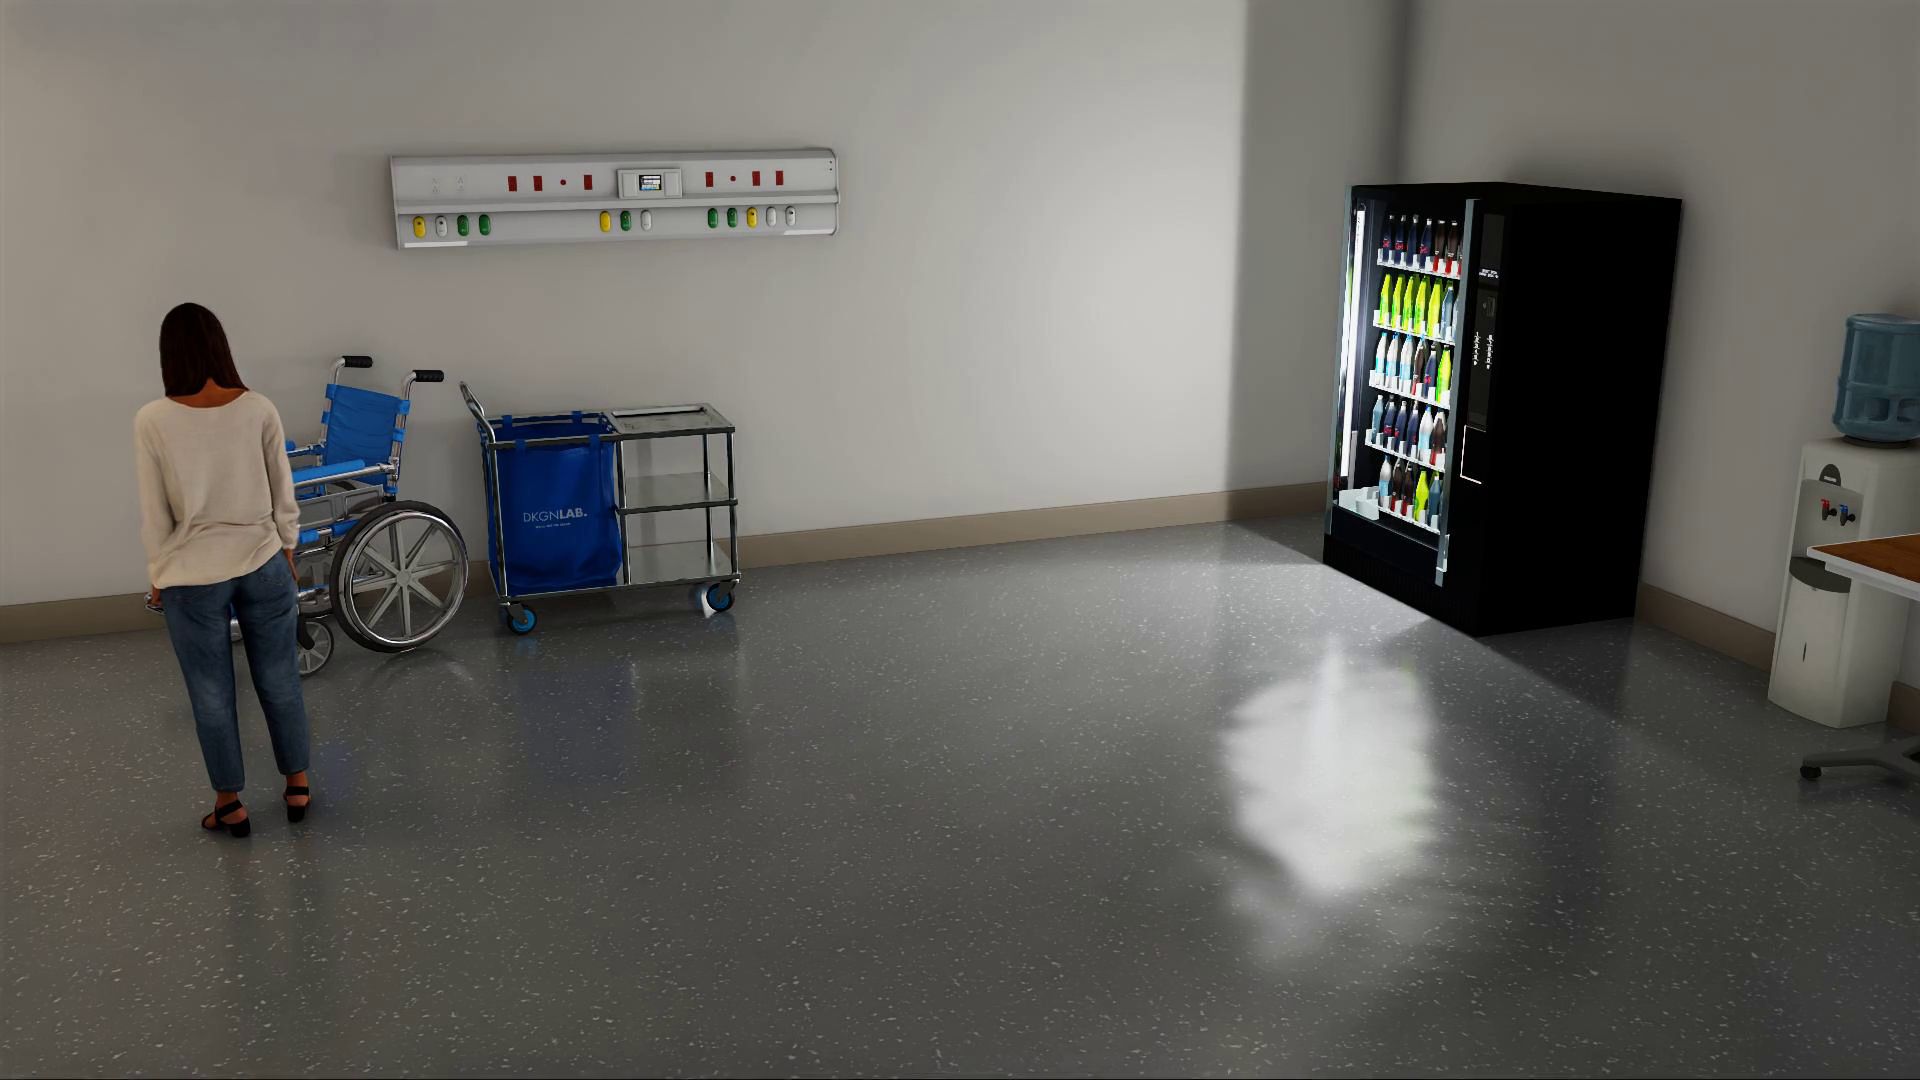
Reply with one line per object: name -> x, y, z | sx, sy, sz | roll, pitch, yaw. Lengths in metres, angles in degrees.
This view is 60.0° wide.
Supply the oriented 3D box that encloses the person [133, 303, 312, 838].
person -> -2.282, 0.103, 5.168 | 0.669, 1.677, 0.626 | -11, 19, -34
